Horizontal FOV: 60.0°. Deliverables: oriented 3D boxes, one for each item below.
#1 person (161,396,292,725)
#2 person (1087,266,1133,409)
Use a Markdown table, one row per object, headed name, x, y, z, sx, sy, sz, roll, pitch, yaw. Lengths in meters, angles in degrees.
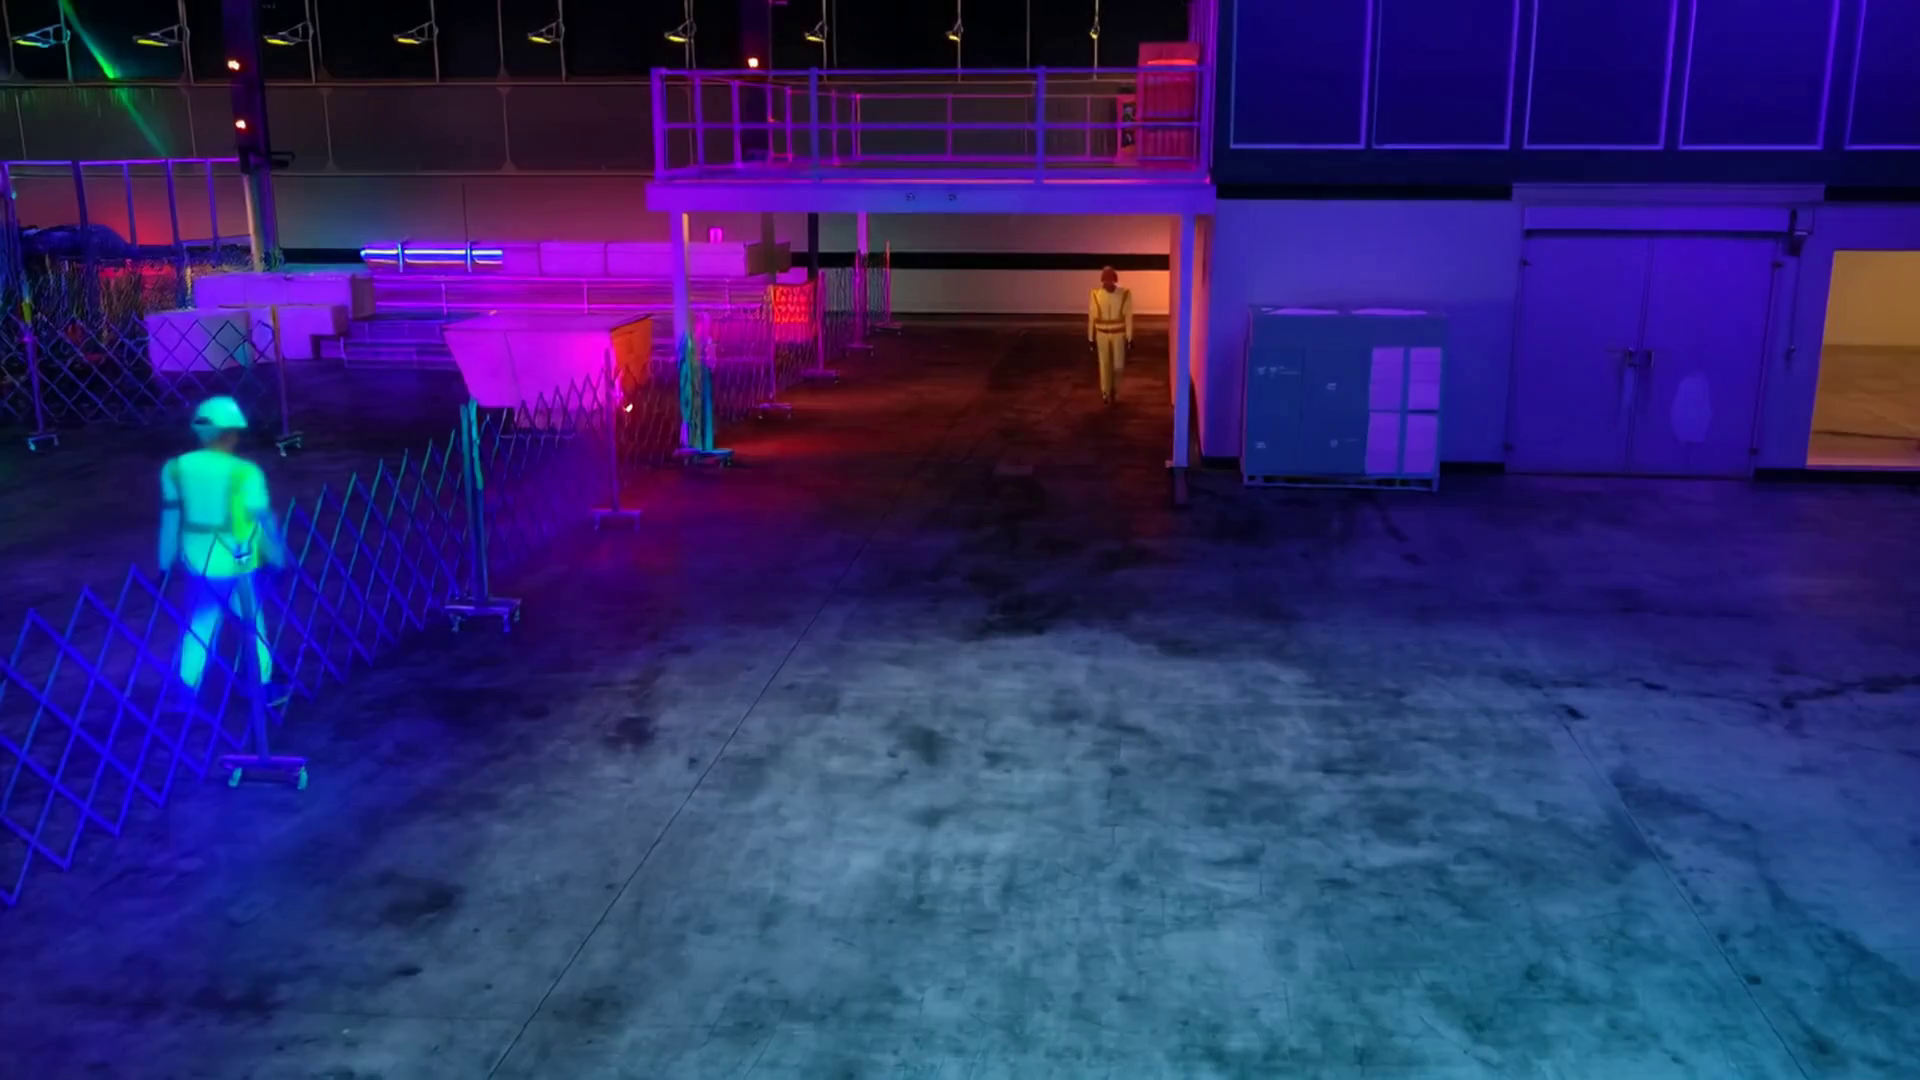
| name | x | y | z | sx | sy | sz | roll | pitch | yaw |
| --- | --- | --- | --- | --- | --- | --- | --- | --- | --- |
| person | -4.460 | 0.130 | 10.096 | 0.664 | 2.004 | 0.890 | 2 | 14 | 7 |
| person | 1.954 | -2.624 | 21.626 | 0.605 | 1.864 | 0.424 | 1 | 14 | 3 |
